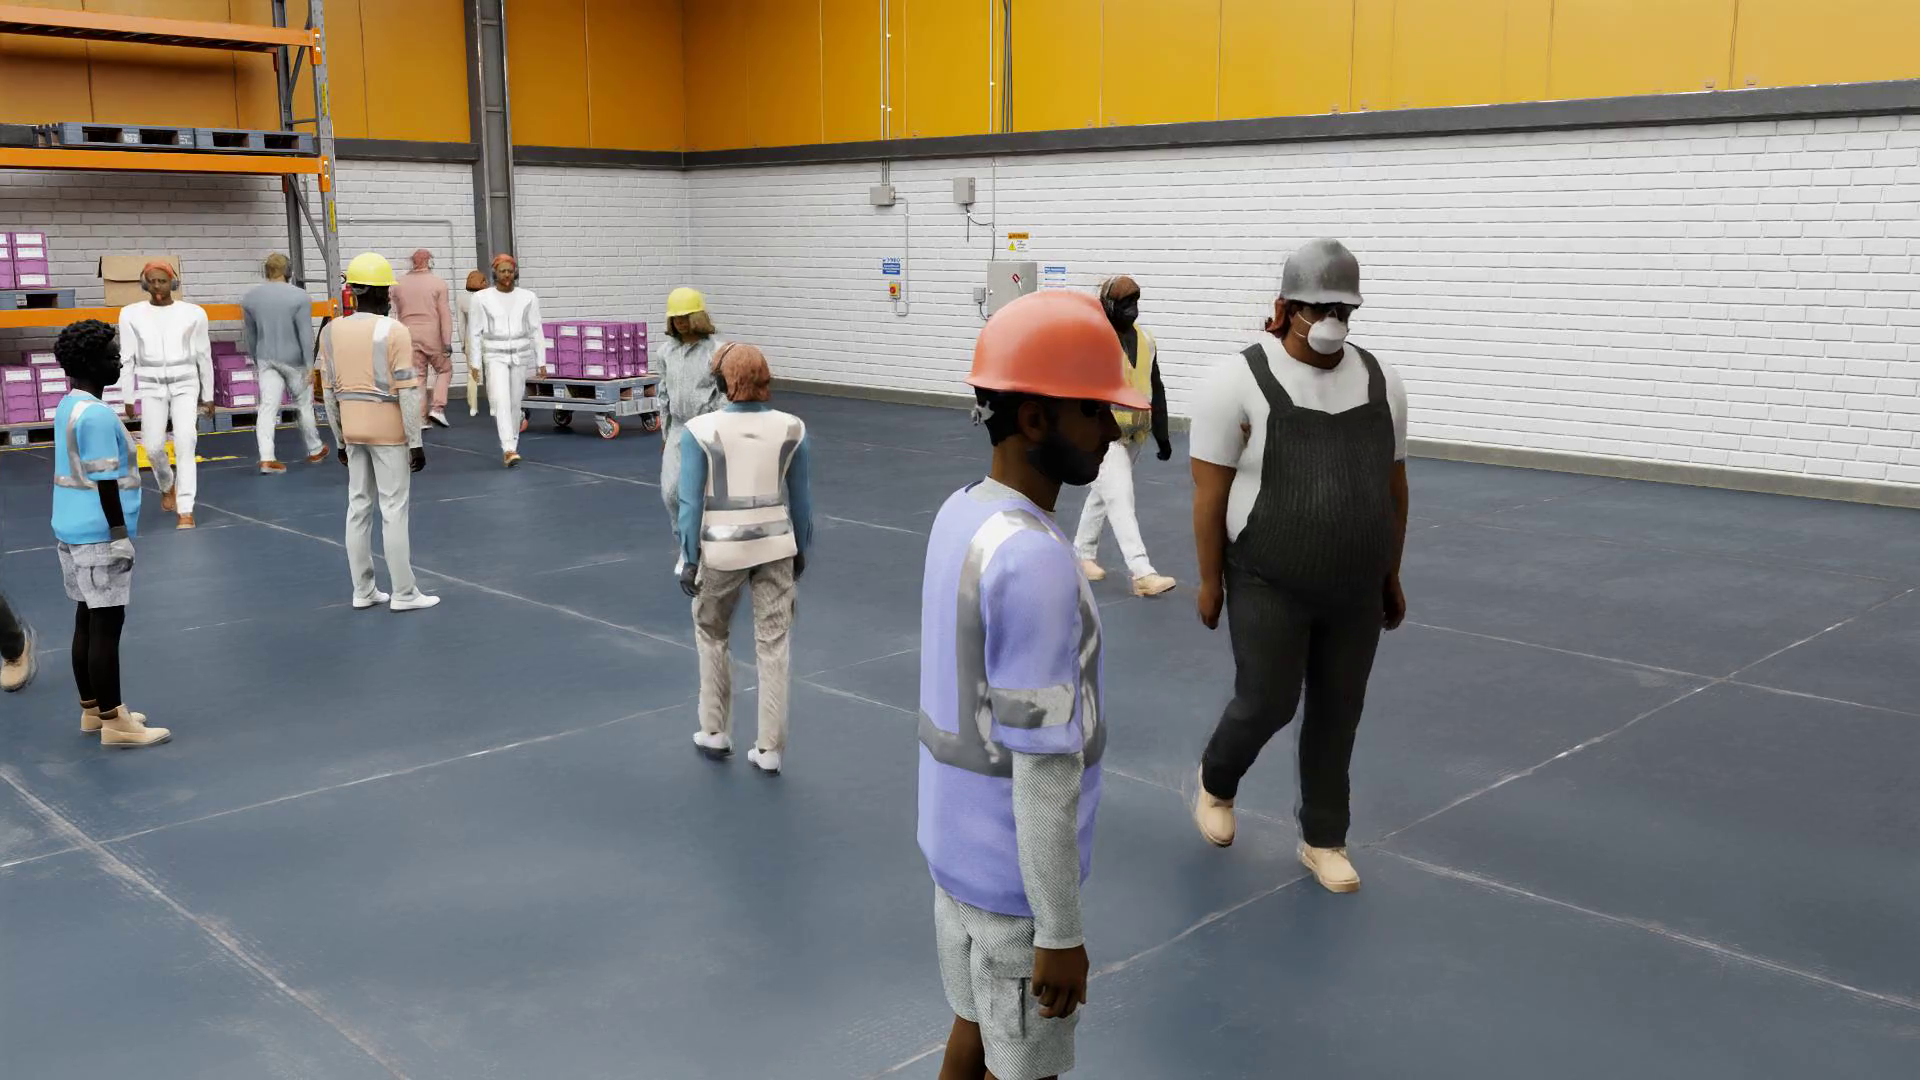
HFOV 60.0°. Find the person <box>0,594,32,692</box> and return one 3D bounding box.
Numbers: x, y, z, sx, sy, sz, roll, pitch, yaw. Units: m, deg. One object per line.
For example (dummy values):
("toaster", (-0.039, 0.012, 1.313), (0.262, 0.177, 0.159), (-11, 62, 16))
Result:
("person", (-4.243, -0.134, 6.908), (0.525, 1.817, 0.847), (0, 10, -2))

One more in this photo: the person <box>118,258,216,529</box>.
("person", (-5.537, -1.033, 11.661), (0.601, 1.871, 0.690), (-4, 11, -19))

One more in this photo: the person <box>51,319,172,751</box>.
("person", (-3.406, -0.021, 6.593), (0.322, 1.697, 0.533), (-8, 13, -38))

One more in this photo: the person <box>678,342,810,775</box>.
("person", (-0.844, 0.056, 6.362), (0.541, 1.617, 0.620), (-5, 11, -24))

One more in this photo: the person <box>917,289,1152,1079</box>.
("person", (0.120, 0.543, 2.870), (0.375, 1.933, 0.550), (-2, 11, -13))

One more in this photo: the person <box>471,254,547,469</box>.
("person", (-3.894, -1.539, 14.459), (0.611, 1.843, 0.924), (-5, 12, -27))

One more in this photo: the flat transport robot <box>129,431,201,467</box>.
("flat transport robot", (-7.376, -0.816, 14.822), (0.652, 0.197, 1.431), (-10, 14, -44))

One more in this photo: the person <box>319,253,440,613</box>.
("person", (-3.132, -0.568, 8.949), (0.584, 1.929, 0.371), (4, 11, 20))

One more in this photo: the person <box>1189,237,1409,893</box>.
("person", (1.077, 0.072, 5.151), (0.693, 2.000, 0.595), (-3, 11, -16))

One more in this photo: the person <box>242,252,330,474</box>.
("person", (-5.833, -1.525, 14.337), (0.638, 1.875, 1.064), (0, 10, 2))

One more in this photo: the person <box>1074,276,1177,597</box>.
("person", (0.922, -0.602, 9.511), (0.649, 1.791, 0.952), (-9, 13, -39))

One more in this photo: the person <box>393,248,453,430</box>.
("person", (-5.563, -2.085, 17.350), (0.650, 1.883, 0.483), (1, 10, 8))

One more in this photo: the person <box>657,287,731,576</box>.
("person", (-1.545, -0.610, 9.728), (0.500, 1.725, 0.409), (2, 11, 13))

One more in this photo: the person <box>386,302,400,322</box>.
("person", (-4.869, -1.332, 13.950), (0.550, 1.619, 0.363), (2, 11, 10))

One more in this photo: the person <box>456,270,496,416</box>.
("person", (-5.387, -2.207, 18.685), (0.497, 1.636, 0.286), (1, 10, 3))
